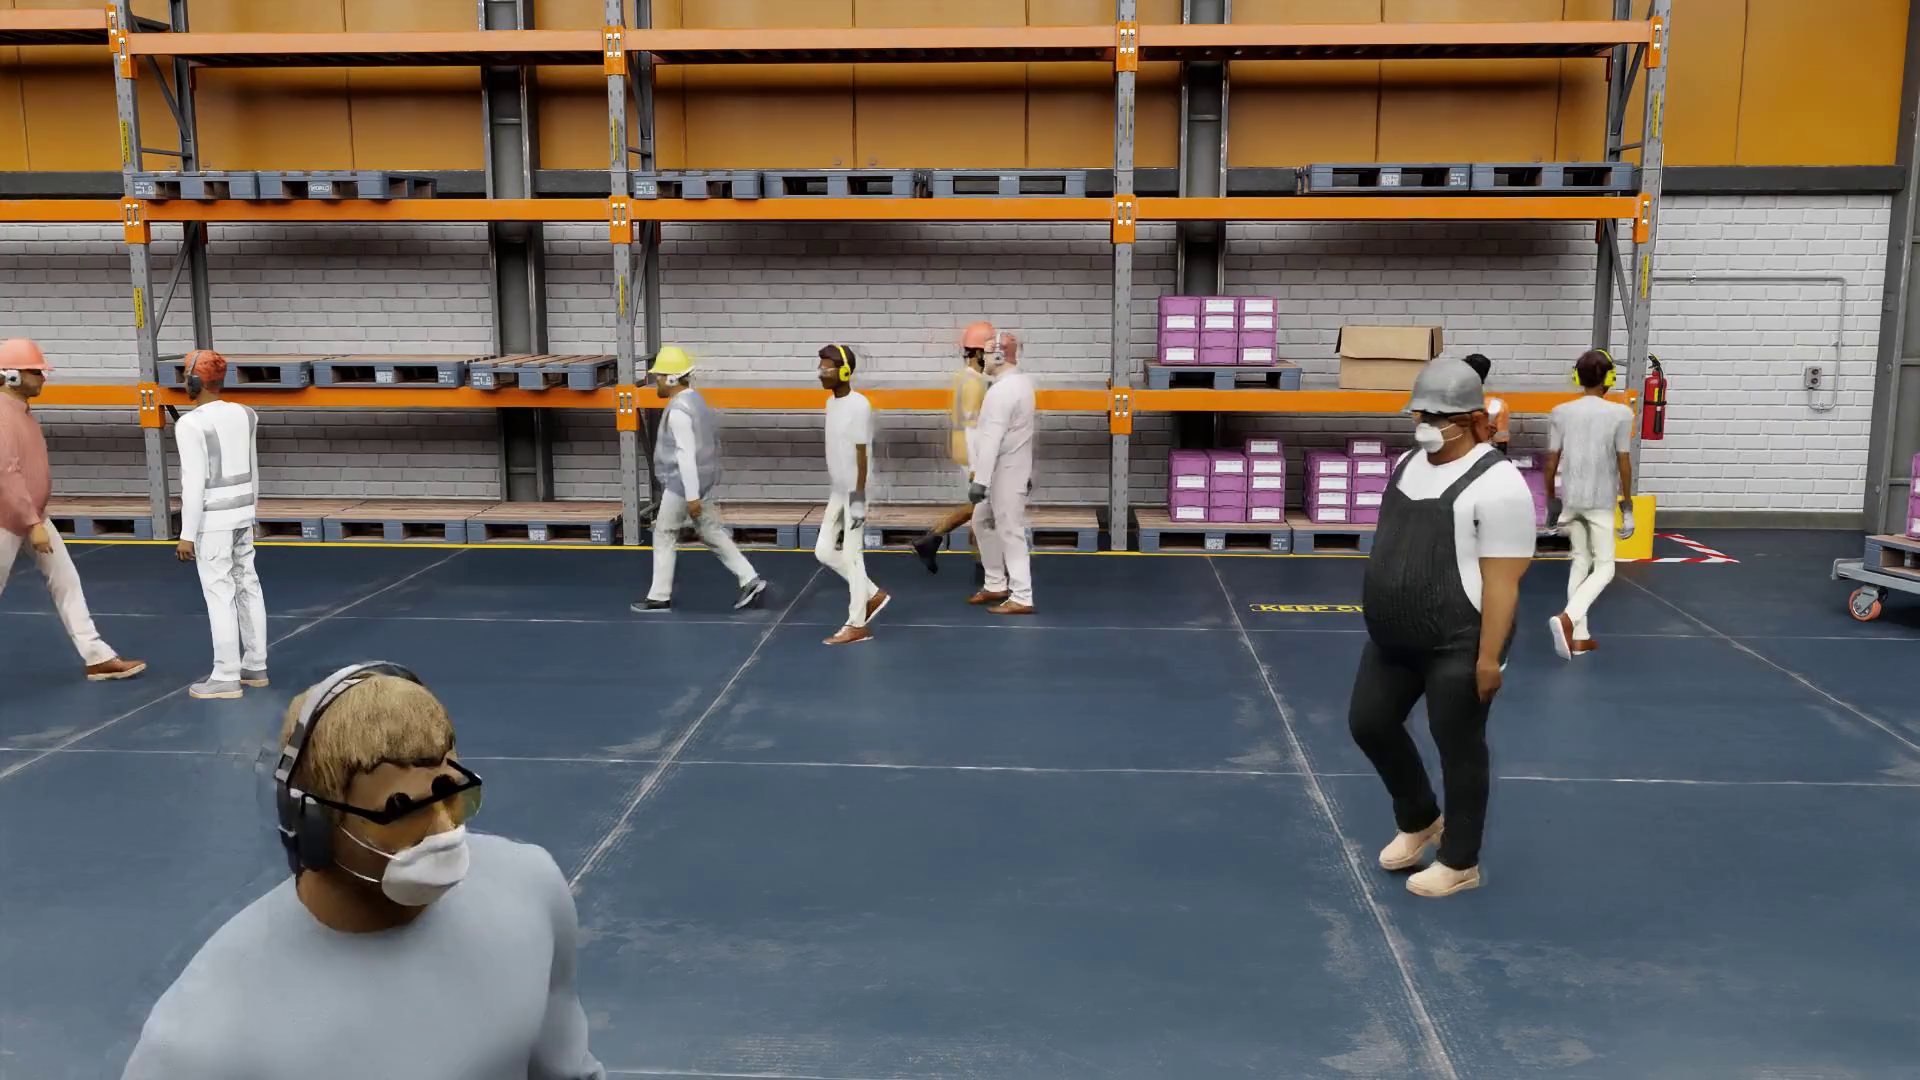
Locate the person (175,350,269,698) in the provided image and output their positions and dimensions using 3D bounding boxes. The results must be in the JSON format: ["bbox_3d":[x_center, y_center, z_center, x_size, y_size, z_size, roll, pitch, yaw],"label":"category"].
[{"bbox_3d":[-4.005,-0.084,8.993,0.353,1.883,0.573,2,10,14],"label":"person"}]

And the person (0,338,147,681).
[{"bbox_3d":[-5.166,-0.129,9.112,1.053,1.941,0.610,-1,10,-8],"label":"person"}]

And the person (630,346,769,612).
[{"bbox_3d":[-1.744,-0.396,11.073,0.879,1.800,0.577,1,10,8],"label":"person"}]

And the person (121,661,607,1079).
[{"bbox_3d":[-0.787,1.066,2.195,0.873,1.911,0.631,5,11,26],"label":"person"}]

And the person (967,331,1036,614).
[{"bbox_3d":[0.218,-0.433,11.059,0.651,1.886,0.648,2,10,9],"label":"person"}]

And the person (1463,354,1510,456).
[{"bbox_3d":[3.603,-0.466,11.773,0.539,1.695,0.319,4,11,24],"label":"person"}]

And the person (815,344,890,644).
[{"bbox_3d":[-0.661,-0.276,10.222,0.442,1.857,0.529,-6,11,-32],"label":"person"}]

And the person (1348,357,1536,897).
[{"bbox_3d":[1.755,0.324,6.143,0.537,2.000,0.697,-4,11,-24],"label":"person"}]

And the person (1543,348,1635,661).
[{"bbox_3d":[3.669,-0.197,9.758,0.674,1.852,0.529,-9,13,-42],"label":"person"}]

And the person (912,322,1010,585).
[{"bbox_3d":[0.041,-0.611,11.987,0.657,1.917,0.559,-1,10,-5],"label":"person"}]
